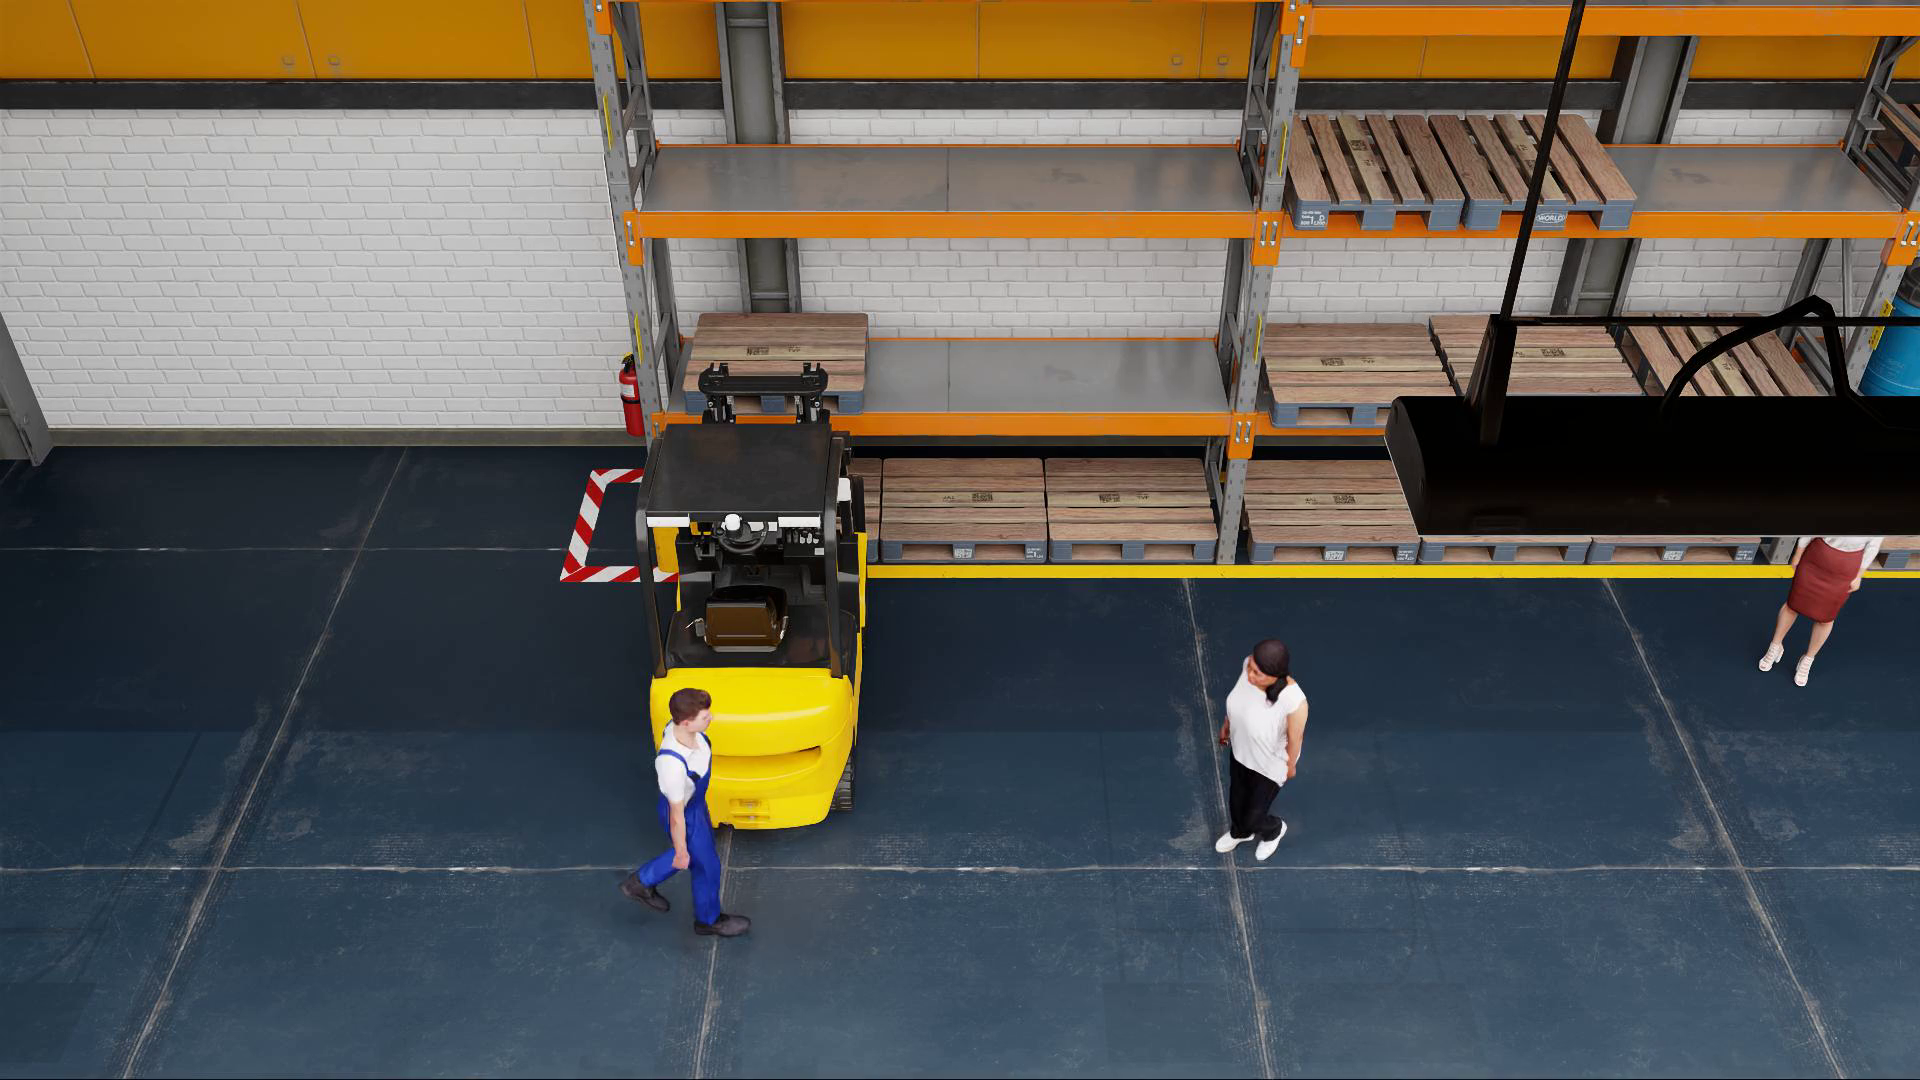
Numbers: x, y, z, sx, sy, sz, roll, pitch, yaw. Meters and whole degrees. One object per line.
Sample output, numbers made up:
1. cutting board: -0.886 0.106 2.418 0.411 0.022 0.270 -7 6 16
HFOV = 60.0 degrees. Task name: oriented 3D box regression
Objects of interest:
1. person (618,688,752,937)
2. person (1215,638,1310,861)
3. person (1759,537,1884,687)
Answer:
1. person: -1.544 1.473 8.930 0.944 1.825 0.652 5 39 6
2. person: 1.751 1.168 9.432 0.777 1.676 0.757 -16 41 -19
3. person: 5.529 0.204 10.606 0.630 1.716 0.719 26 45 29
